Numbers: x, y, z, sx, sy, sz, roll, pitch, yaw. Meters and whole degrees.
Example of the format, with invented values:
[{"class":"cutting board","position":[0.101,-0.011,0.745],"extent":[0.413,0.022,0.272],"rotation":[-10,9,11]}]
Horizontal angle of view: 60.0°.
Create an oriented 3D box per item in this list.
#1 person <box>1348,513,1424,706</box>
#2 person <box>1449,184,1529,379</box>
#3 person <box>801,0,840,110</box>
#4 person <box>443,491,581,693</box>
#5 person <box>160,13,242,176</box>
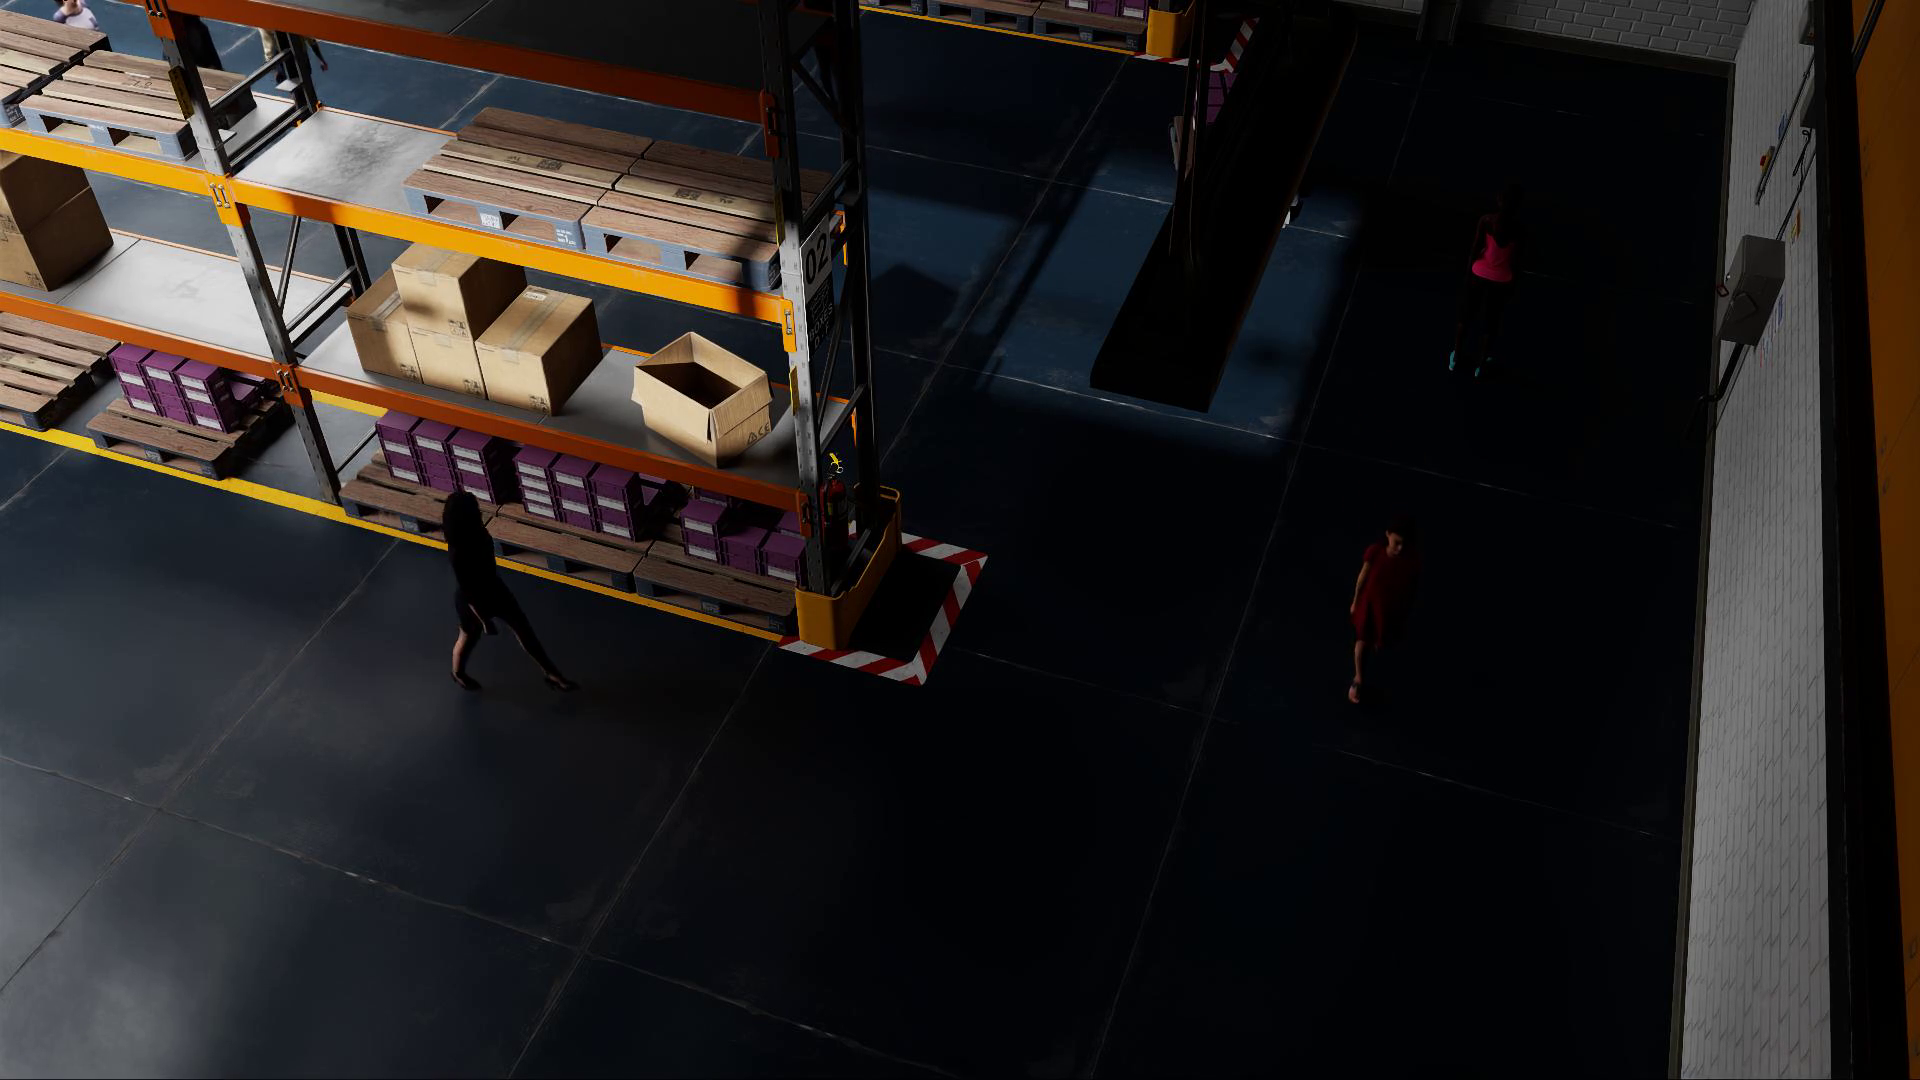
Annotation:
[{"class":"person","position":[2.717,0.347,10.706],"extent":[0.796,1.537,0.646],"rotation":[10,44,10]},{"class":"person","position":[4.165,-2.042,13.079],"extent":[0.529,1.723,0.640],"rotation":[21,47,20]},{"class":"person","position":[-1.284,-4.880,16.118],"extent":[0.849,1.640,0.877],"rotation":[-9,44,-9]},{"class":"person","position":[-3.099,0.394,10.503],"extent":[1.146,1.750,0.750],"rotation":[7,44,7]},{"class":"person","position":[-6.940,-4.169,15.302],"extent":[0.938,1.736,1.115],"rotation":[-34,53,-30]}]
